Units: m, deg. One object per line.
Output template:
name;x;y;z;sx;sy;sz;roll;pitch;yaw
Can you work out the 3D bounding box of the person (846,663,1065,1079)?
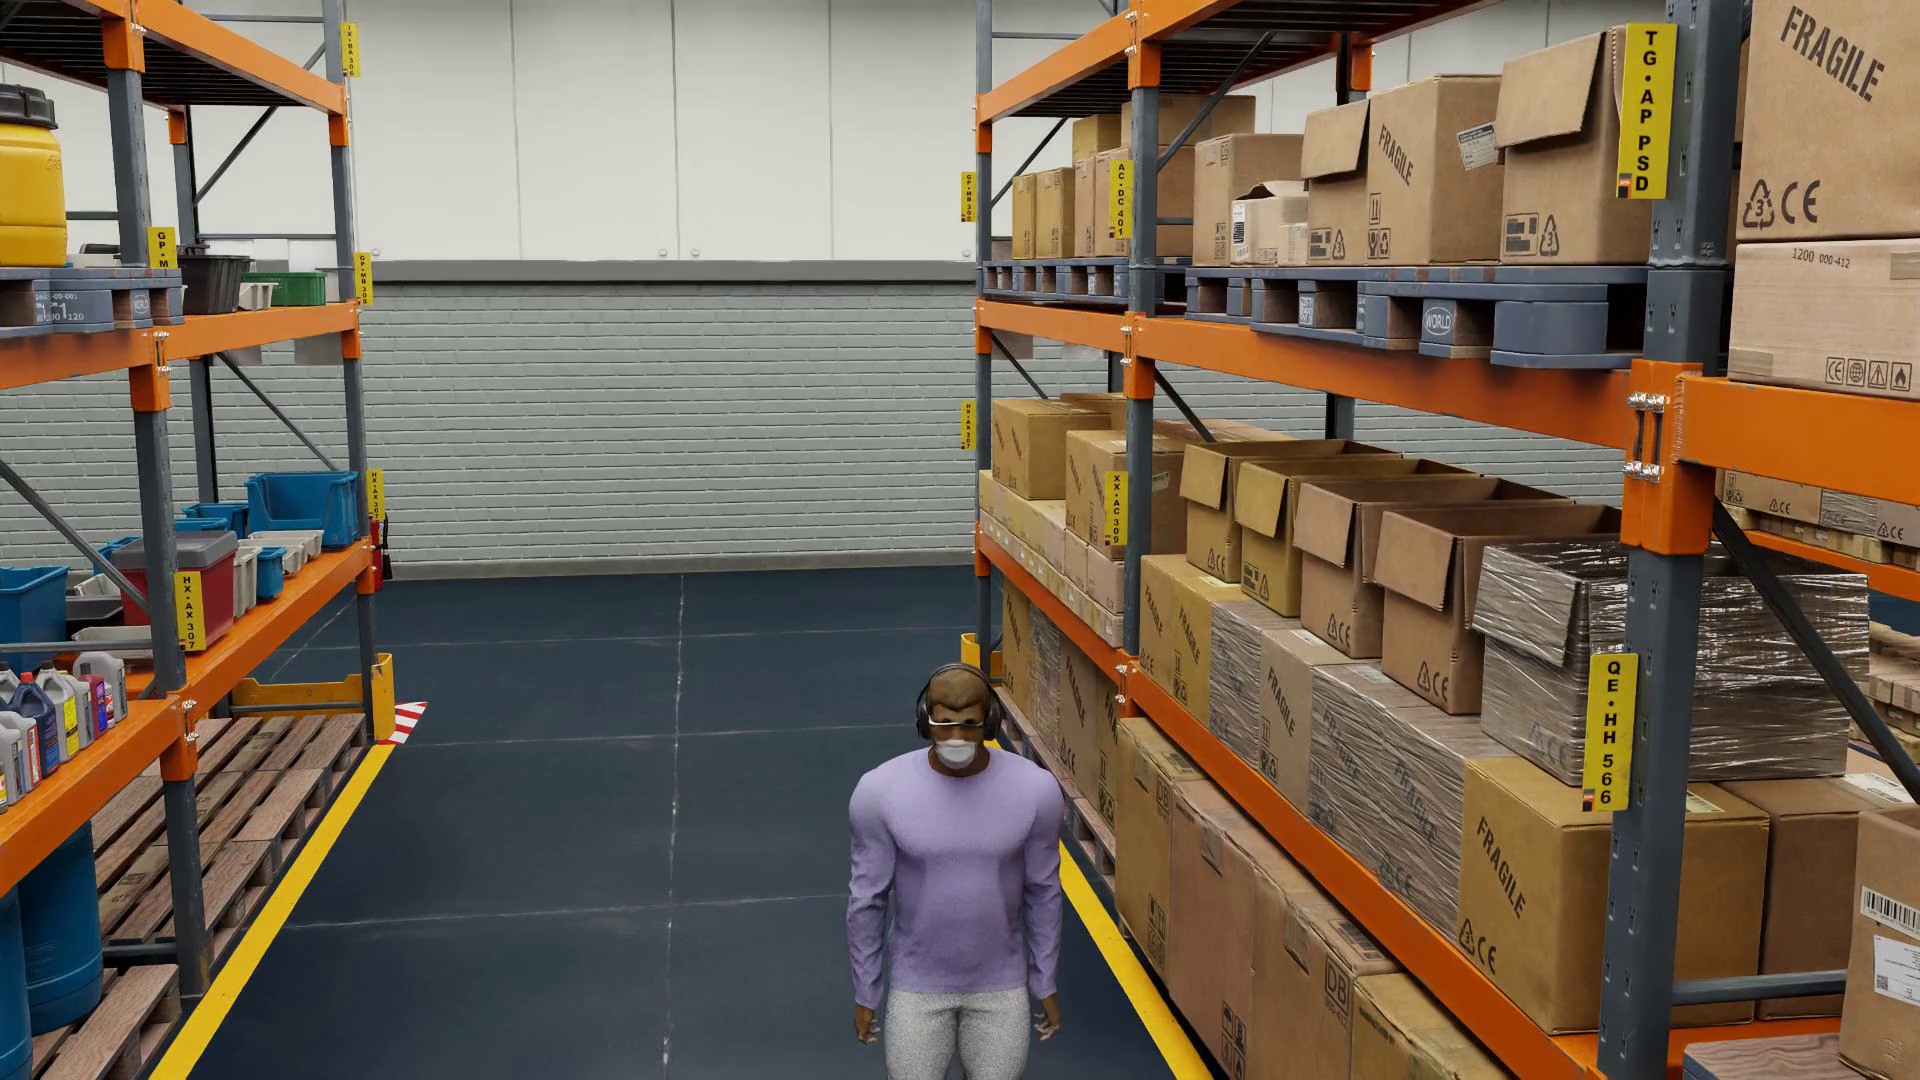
person;-0.010;1.293;4.842;0.635;1.936;0.354;-1;9;-6
